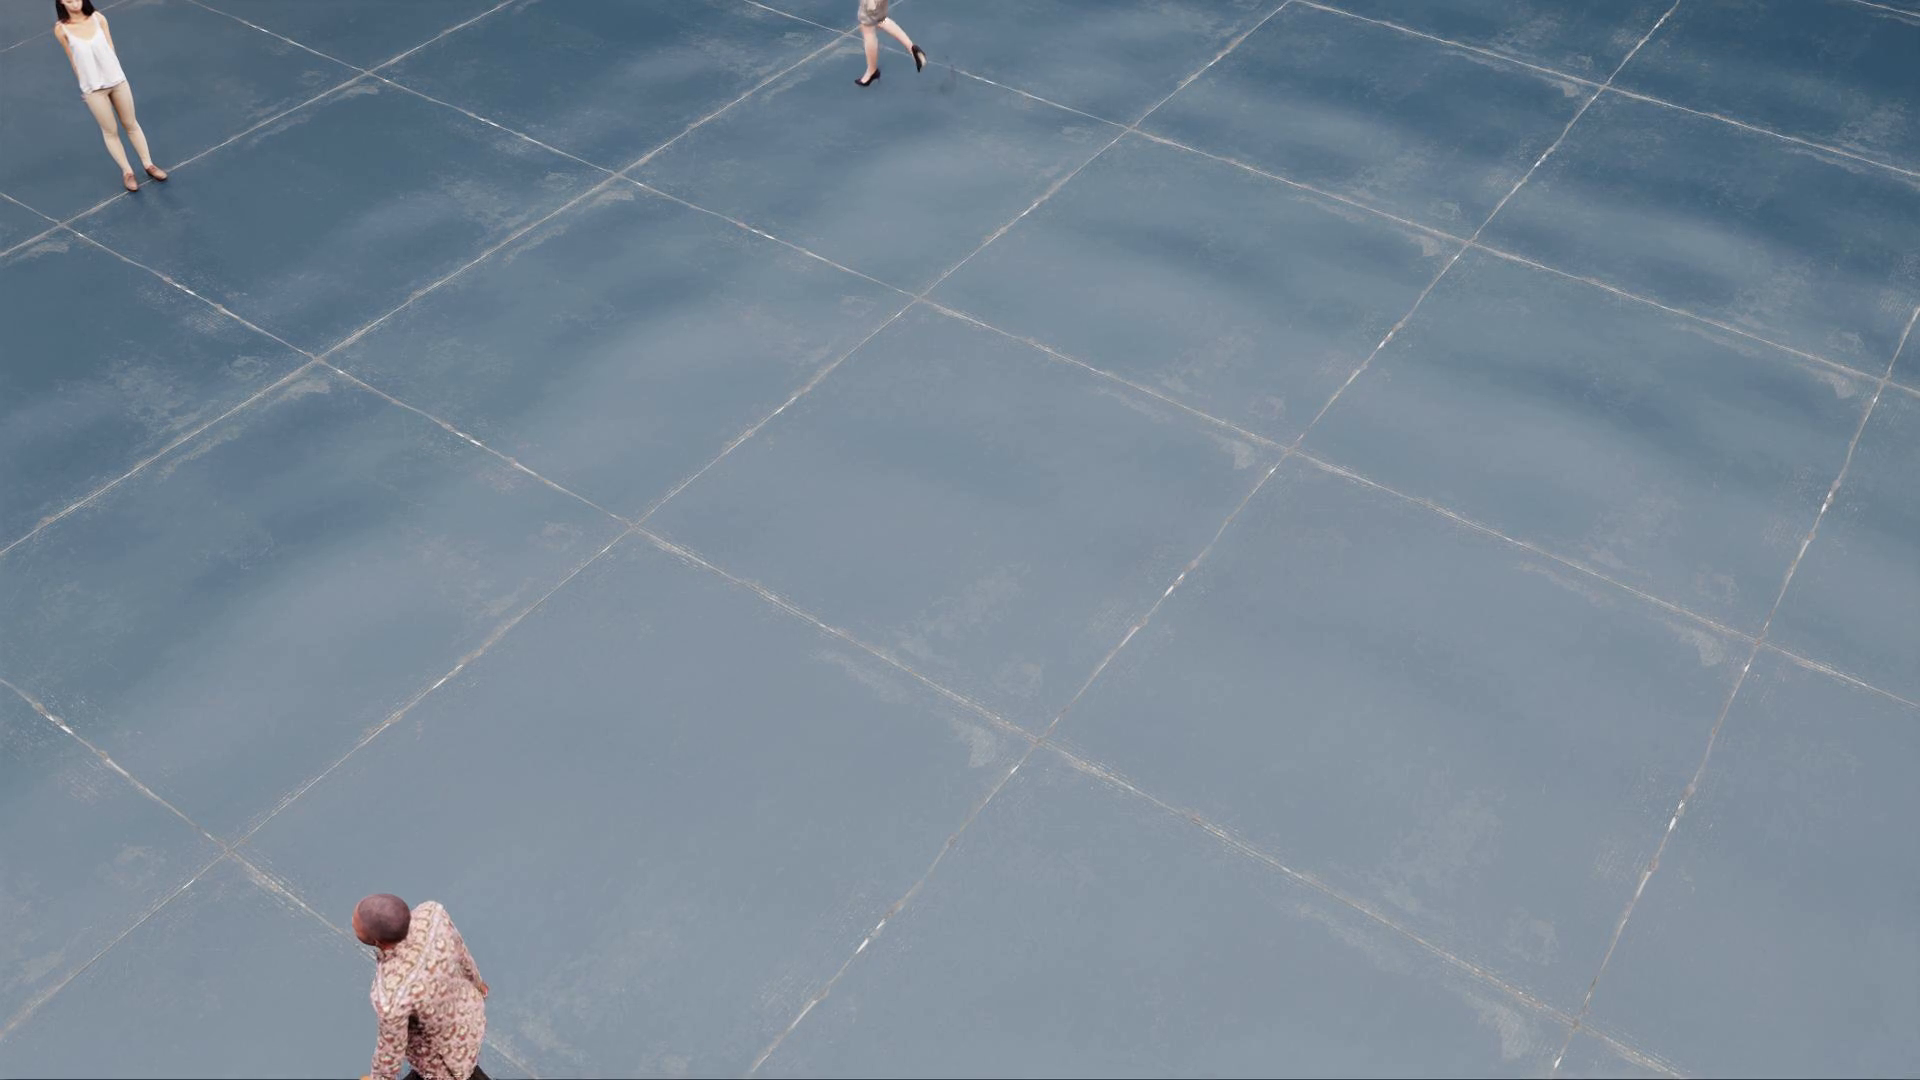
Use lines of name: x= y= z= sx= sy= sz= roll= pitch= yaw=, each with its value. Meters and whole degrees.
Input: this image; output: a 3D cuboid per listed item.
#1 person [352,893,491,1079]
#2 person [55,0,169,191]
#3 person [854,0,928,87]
person: x=-2.017 y=2.020 z=6.756 sx=1.229 sy=1.772 sz=1.052 roll=4 pitch=43 yaw=5
person: x=-6.592 y=-3.520 z=12.776 sx=0.568 sy=1.653 sz=0.624 roll=26 pitch=49 yaw=25
person: x=-0.619 y=-4.560 z=13.832 sx=0.966 sy=1.731 sz=0.775 roll=11 pitch=44 yaw=11
